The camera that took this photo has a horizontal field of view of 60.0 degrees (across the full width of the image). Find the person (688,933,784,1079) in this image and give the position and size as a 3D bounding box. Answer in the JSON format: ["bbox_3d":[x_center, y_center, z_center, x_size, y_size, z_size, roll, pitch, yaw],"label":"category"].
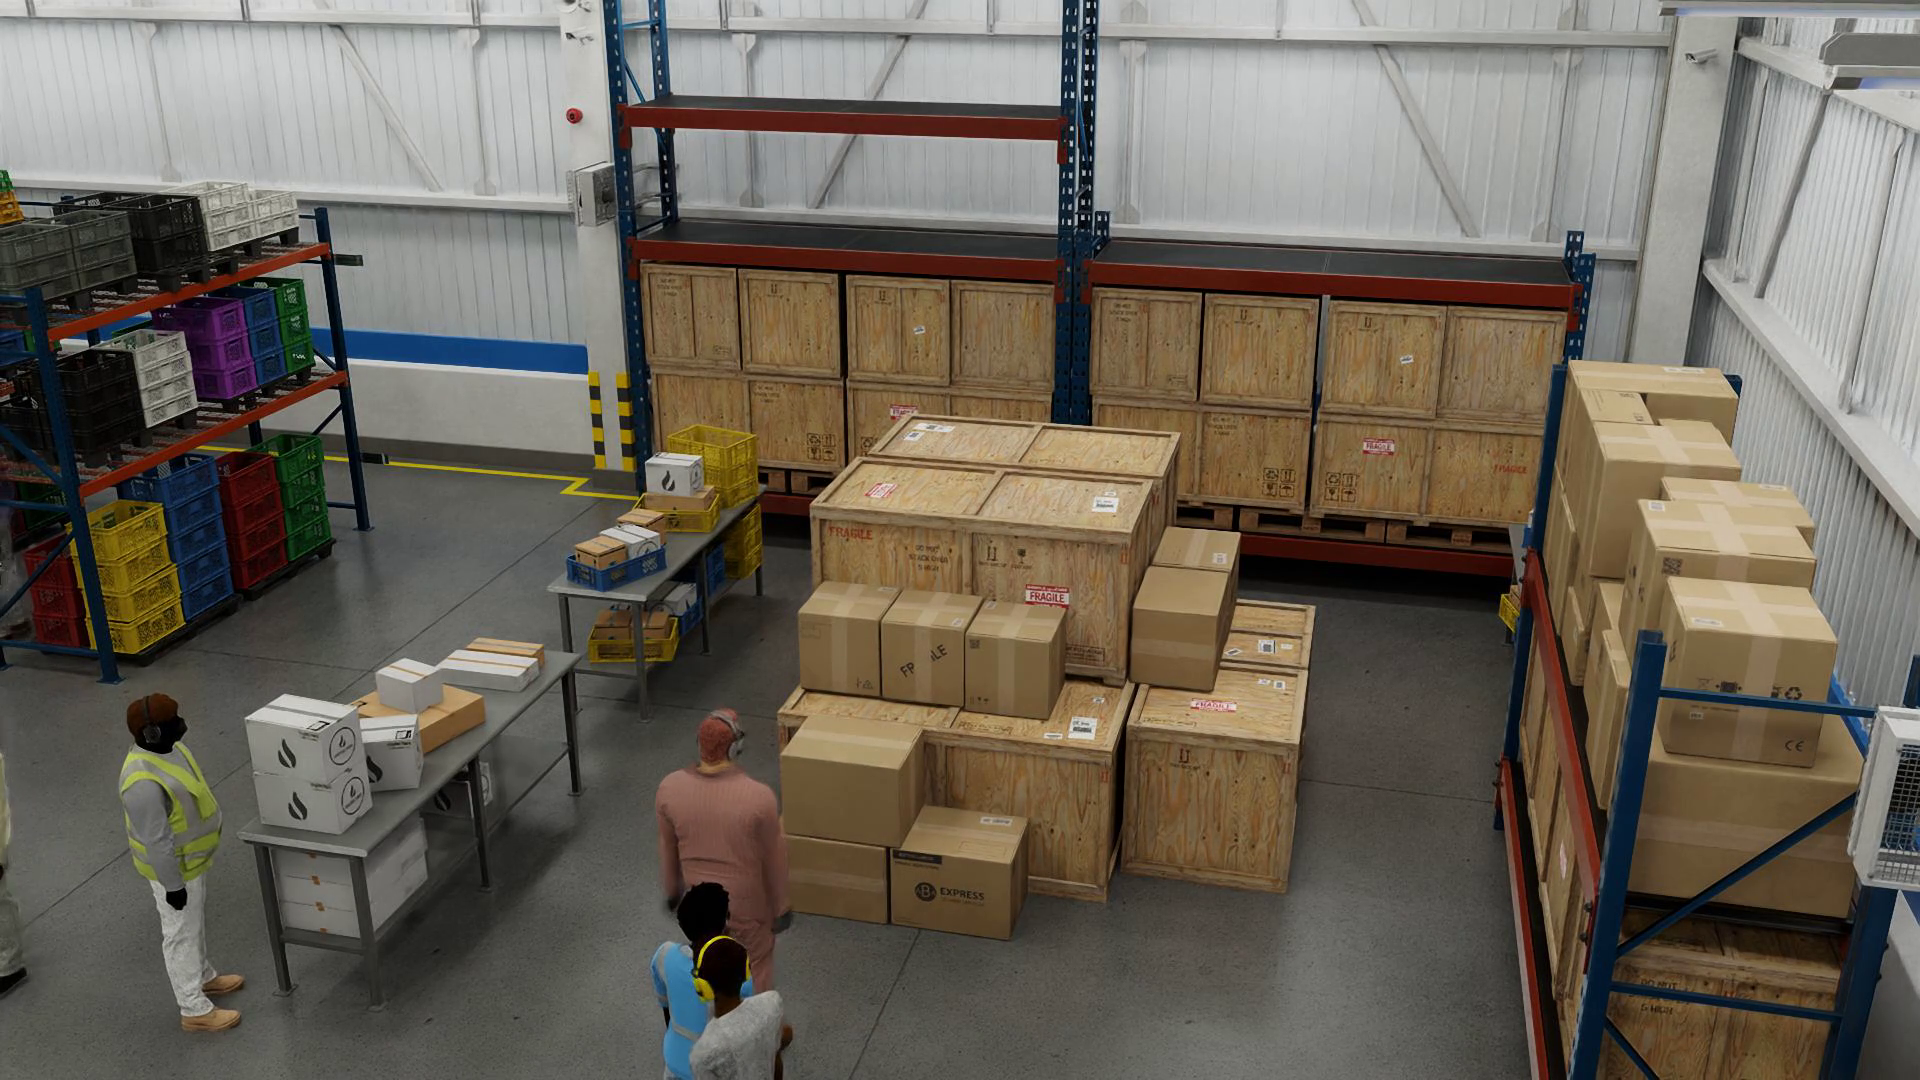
[{"bbox_3d":[-0.889,2.374,6.584,0.327,1.865,0.521,13,25,31],"label":"person"}]

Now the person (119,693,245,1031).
[{"bbox_3d":[-3.996,1.635,8.543,0.429,1.847,0.622,-6,22,-16],"label":"person"}]

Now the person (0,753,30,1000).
[{"bbox_3d":[-5.208,1.570,8.752,0.597,1.822,0.404,13,24,30],"label":"person"}]

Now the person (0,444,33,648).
[{"bbox_3d":[-7.636,-0.099,13.020,0.417,1.900,0.689,7,22,18],"label":"person"}]

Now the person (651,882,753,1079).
[{"bbox_3d":[-1.082,2.245,7.168,0.536,1.691,0.321,14,25,33],"label":"person"}]

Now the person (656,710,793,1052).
[{"bbox_3d":[-1.141,1.724,8.226,0.654,1.907,0.407,7,22,17],"label":"person"}]
